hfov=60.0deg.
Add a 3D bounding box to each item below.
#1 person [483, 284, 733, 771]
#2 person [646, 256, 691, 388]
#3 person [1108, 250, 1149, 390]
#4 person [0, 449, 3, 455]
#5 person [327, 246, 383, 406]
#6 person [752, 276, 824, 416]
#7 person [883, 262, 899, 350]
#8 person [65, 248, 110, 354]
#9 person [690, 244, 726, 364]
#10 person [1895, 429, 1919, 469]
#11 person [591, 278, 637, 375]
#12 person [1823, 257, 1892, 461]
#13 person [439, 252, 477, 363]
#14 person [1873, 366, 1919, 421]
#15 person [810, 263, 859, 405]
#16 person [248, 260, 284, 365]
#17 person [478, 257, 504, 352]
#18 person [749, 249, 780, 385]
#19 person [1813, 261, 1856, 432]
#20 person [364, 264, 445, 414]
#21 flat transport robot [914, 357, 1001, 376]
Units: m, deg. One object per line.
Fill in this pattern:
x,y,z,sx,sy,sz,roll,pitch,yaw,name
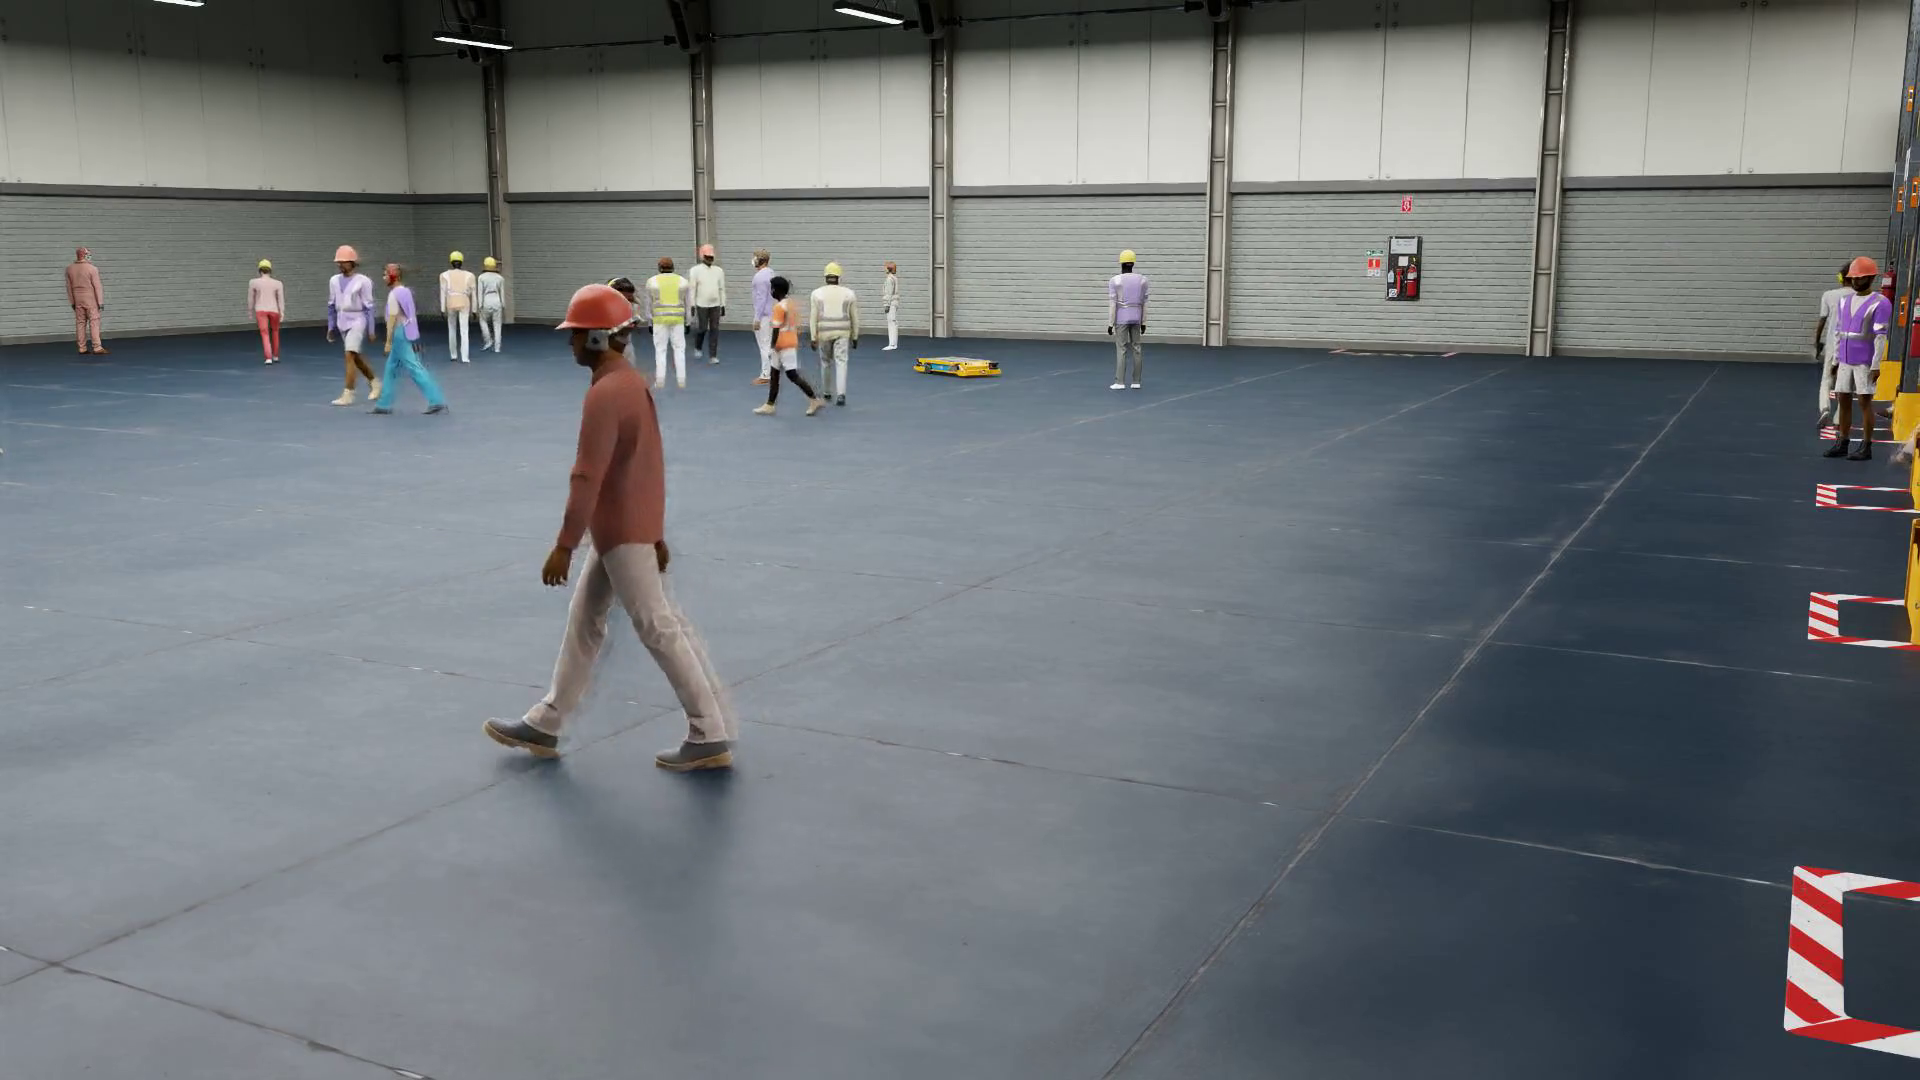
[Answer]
-1.398,-0.029,6.581,1.042,1.940,0.614,-1,10,-3,person
-4.068,-3.035,23.248,0.626,1.837,0.430,-3,11,-17,person
2.315,-3.040,23.013,0.587,1.930,0.363,-4,11,-20,person
-9.685,-1.726,16.141,0.650,1.825,0.631,2,11,9,person
-7.669,-2.728,21.124,0.619,2.010,0.985,5,11,24,person
-2.020,-2.284,19.619,0.848,1.662,0.539,1,10,5,person
-1.288,-4.364,31.015,0.307,1.645,0.513,1,10,6,person
-15.644,-4.279,29.831,0.651,1.906,0.403,2,11,11,person
-4.211,-3.930,27.719,0.636,1.980,0.564,-6,12,-31,person
8.969,-1.554,14.875,1.019,1.956,0.621,3,11,15,person
-2.171,-0.730,10.604,0.334,1.864,0.521,2,11,11,person
8.518,-1.715,15.812,0.390,1.929,0.540,-4,11,-19,person
-8.457,-3.925,28.062,0.598,1.852,1.048,-3,11,-17,person
10.968,-2.123,18.934,0.867,1.586,0.499,7,12,33,person
-1.592,-2.615,21.098,0.613,1.788,0.934,-1,10,-7,person
-11.512,-3.776,27.618,0.540,1.716,0.926,-6,12,-30,person
-8.597,-4.305,30.448,0.521,1.722,0.535,-7,13,-35,person
-2.802,-3.167,23.722,0.441,1.938,0.645,1,10,8,person
9.511,-2.070,17.940,0.520,1.852,0.506,6,12,28,person
-6.618,-2.372,19.774,0.964,1.799,0.582,-1,10,-6,person
-0.049,-2.672,25.535,0.652,0.197,1.431,-7,13,-34,flat transport robot
